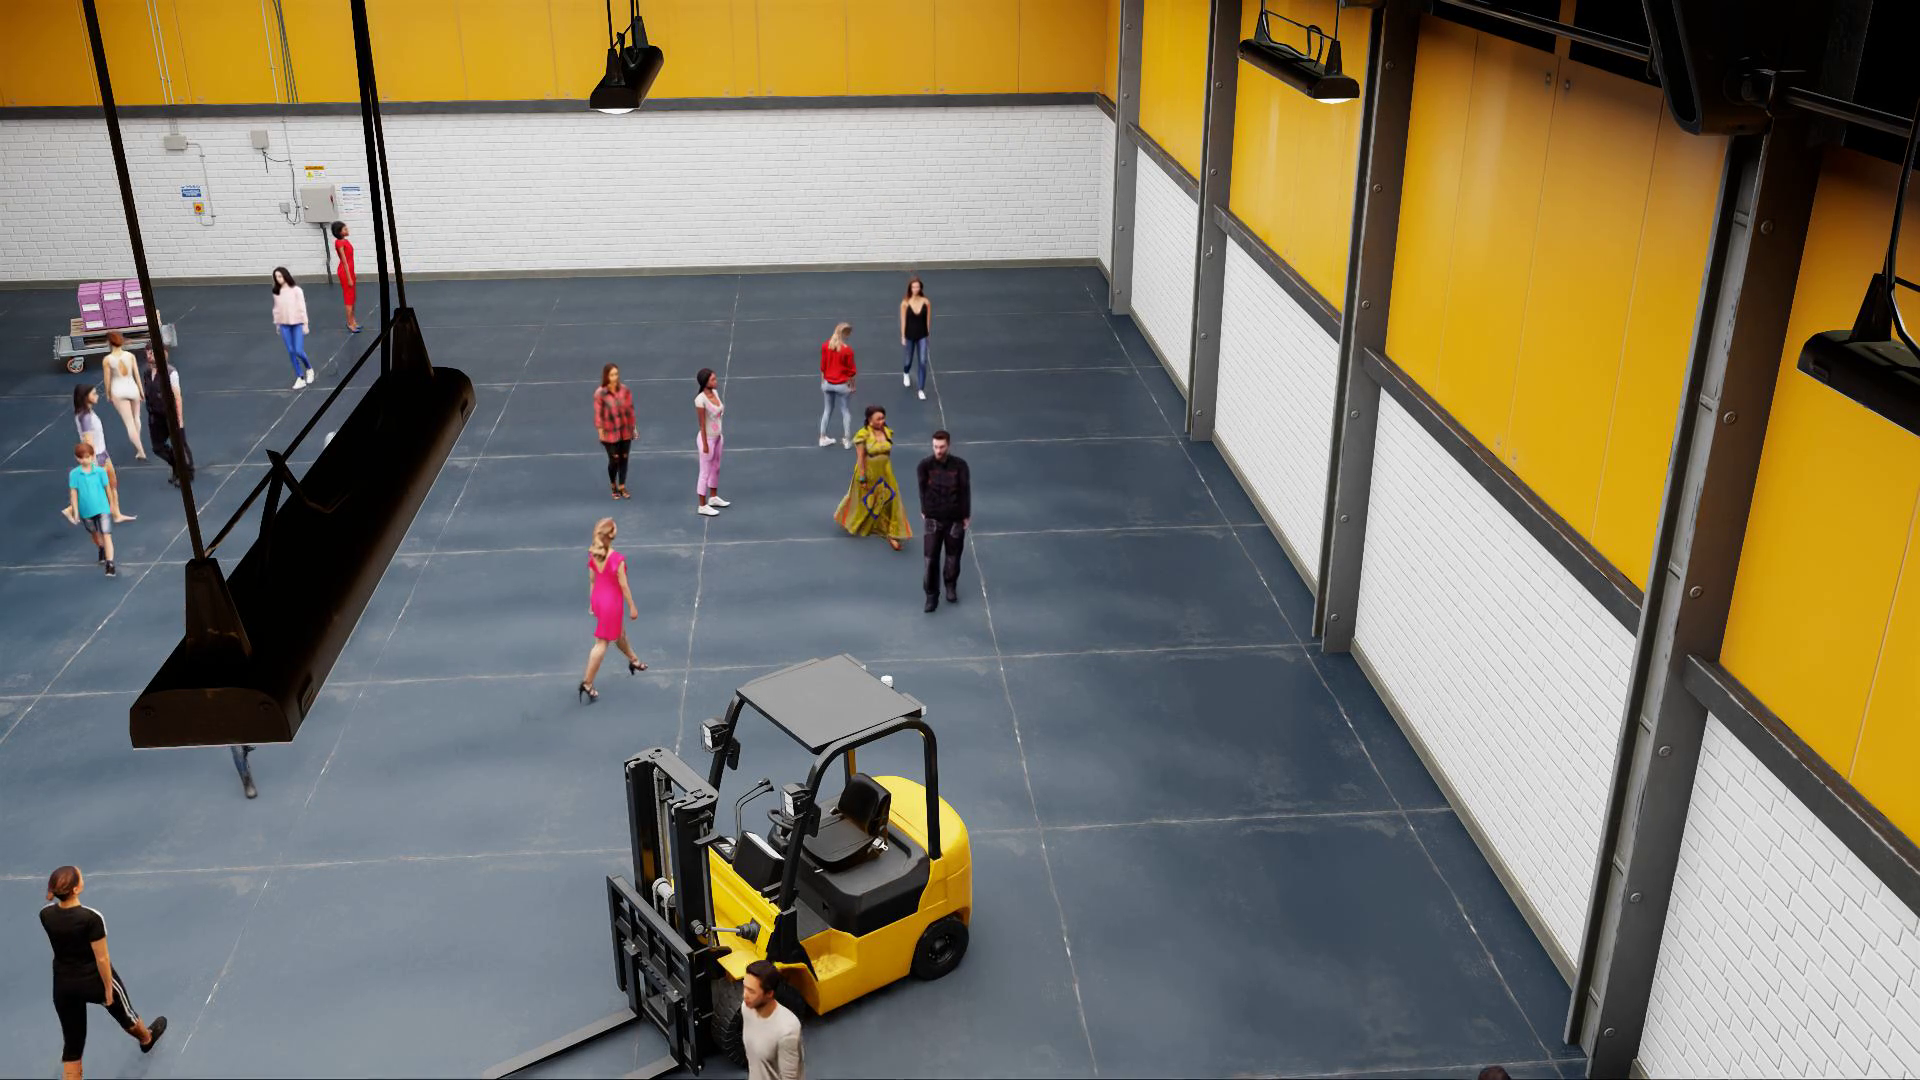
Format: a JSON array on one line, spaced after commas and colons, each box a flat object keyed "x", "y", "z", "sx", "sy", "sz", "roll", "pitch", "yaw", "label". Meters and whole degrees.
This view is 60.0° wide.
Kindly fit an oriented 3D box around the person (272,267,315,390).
[{"x": -9.349, "y": -3.006, "z": 23.434, "sx": 0.745, "sy": 1.755, "sz": 0.758, "roll": 4, "pitch": 24, "yaw": 10, "label": "person"}]

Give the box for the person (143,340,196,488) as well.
[{"x": -9.474, "y": -1.549, "z": 19.989, "sx": 0.798, "sy": 1.843, "sz": 0.781, "roll": 6, "pitch": 24, "yaw": 14, "label": "person"}]

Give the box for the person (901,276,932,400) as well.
[{"x": -0.627, "y": -2.835, "z": 23.112, "sx": 0.645, "sy": 1.699, "sz": 1.010, "roll": -5, "pitch": 24, "yaw": -10, "label": "person"}]

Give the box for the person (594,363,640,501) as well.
[{"x": -4.075, "y": -1.293, "z": 19.597, "sx": 0.733, "sy": 1.689, "sz": 0.767, "roll": -16, "pitch": 28, "yaw": -32, "label": "person"}]

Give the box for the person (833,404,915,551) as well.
[{"x": -1.011, "y": -0.724, "z": 18.377, "sx": 1.134, "sy": 1.624, "sz": 1.296, "roll": -17, "pitch": 29, "yaw": -34, "label": "person"}]

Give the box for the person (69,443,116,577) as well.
[{"x": -9.276, "y": -0.364, "z": 17.809, "sx": 0.657, "sy": 1.419, "sz": 1.008, "roll": -7, "pitch": 25, "yaw": -16, "label": "person"}]

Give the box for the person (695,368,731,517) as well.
[{"x": -2.891, "y": -1.152, "z": 19.213, "sx": 0.696, "sy": 1.738, "sz": 0.584, "roll": 8, "pitch": 25, "yaw": 18, "label": "person"}]

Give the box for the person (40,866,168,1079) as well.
[{"x": -5.474, "y": 2.805, "z": 10.304, "sx": 0.701, "sy": 1.623, "sz": 1.126, "roll": 2, "pitch": 24, "yaw": 4, "label": "person"}]

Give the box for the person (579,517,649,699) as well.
[{"x": -3.276, "y": 0.654, "z": 15.161, "sx": 1.032, "sy": 1.674, "sz": 1.068, "roll": 21, "pitch": 31, "yaw": 39, "label": "person"}]

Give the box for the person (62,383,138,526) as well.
[{"x": -9.827, "y": -0.916, "z": 18.706, "sx": 0.897, "sy": 1.712, "sz": 0.981, "roll": -13, "pitch": 27, "yaw": -27, "label": "person"}]

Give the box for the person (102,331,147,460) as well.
[{"x": -10.411, "y": -1.773, "z": 20.813, "sx": 0.994, "sy": 1.595, "sz": 1.118, "roll": -21, "pitch": 31, "yaw": -40, "label": "person"}]

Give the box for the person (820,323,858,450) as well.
[{"x": -1.524, "y": -1.935, "z": 21.102, "sx": 0.745, "sy": 1.660, "sz": 0.735, "roll": 3, "pitch": 24, "yaw": 8, "label": "person"}]

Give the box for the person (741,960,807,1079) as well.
[{"x": -0.953, "y": 3.111, "z": 9.431, "sx": 1.161, "sy": 1.761, "sz": 1.229, "roll": 19, "pitch": 30, "yaw": 36, "label": "person"}]

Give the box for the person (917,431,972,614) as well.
[{"x": -0.152, "y": -0.252, "z": 16.968, "sx": 0.755, "sy": 1.887, "sz": 0.927, "roll": 0, "pitch": 24, "yaw": 0, "label": "person"}]

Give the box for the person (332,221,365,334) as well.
[{"x": -9.592, "y": -4.129, "z": 26.015, "sx": 0.659, "sy": 1.744, "sz": 0.451, "roll": -4, "pitch": 24, "yaw": -10, "label": "person"}]
